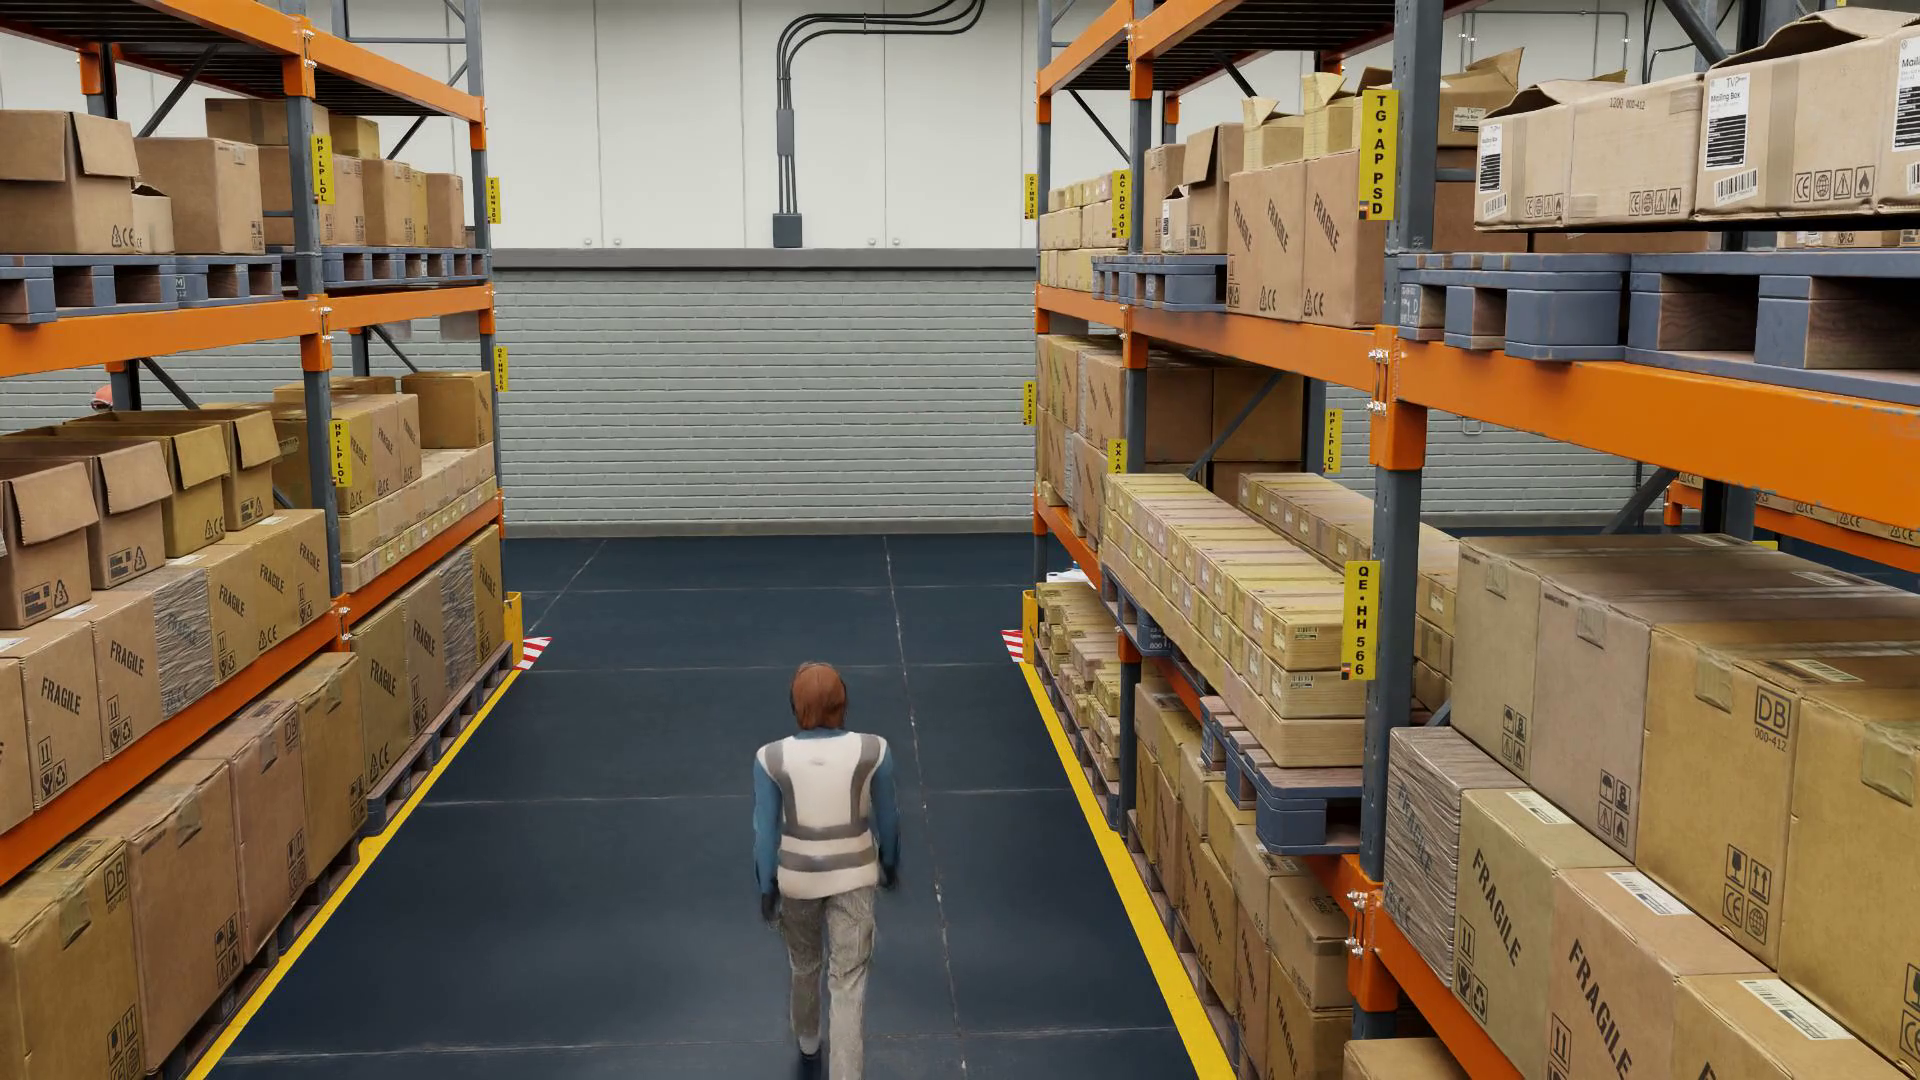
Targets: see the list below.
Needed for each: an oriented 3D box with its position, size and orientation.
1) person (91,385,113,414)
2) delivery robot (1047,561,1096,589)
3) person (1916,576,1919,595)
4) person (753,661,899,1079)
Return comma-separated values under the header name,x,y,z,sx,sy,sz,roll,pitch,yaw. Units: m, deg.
name,x,y,z,sx,sy,sz,roll,pitch,yaw
person,-6.972,-0.286,13.786,0.608,1.988,0.392,0,10,-2
delivery robot,0.975,0.414,13.598,0.707,0.478,0.477,7,12,36
person,7.236,0.072,12.106,0.516,1.850,0.783,-1,10,-4
person,-0.478,1.234,5.994,0.517,1.596,0.851,0,10,-1
